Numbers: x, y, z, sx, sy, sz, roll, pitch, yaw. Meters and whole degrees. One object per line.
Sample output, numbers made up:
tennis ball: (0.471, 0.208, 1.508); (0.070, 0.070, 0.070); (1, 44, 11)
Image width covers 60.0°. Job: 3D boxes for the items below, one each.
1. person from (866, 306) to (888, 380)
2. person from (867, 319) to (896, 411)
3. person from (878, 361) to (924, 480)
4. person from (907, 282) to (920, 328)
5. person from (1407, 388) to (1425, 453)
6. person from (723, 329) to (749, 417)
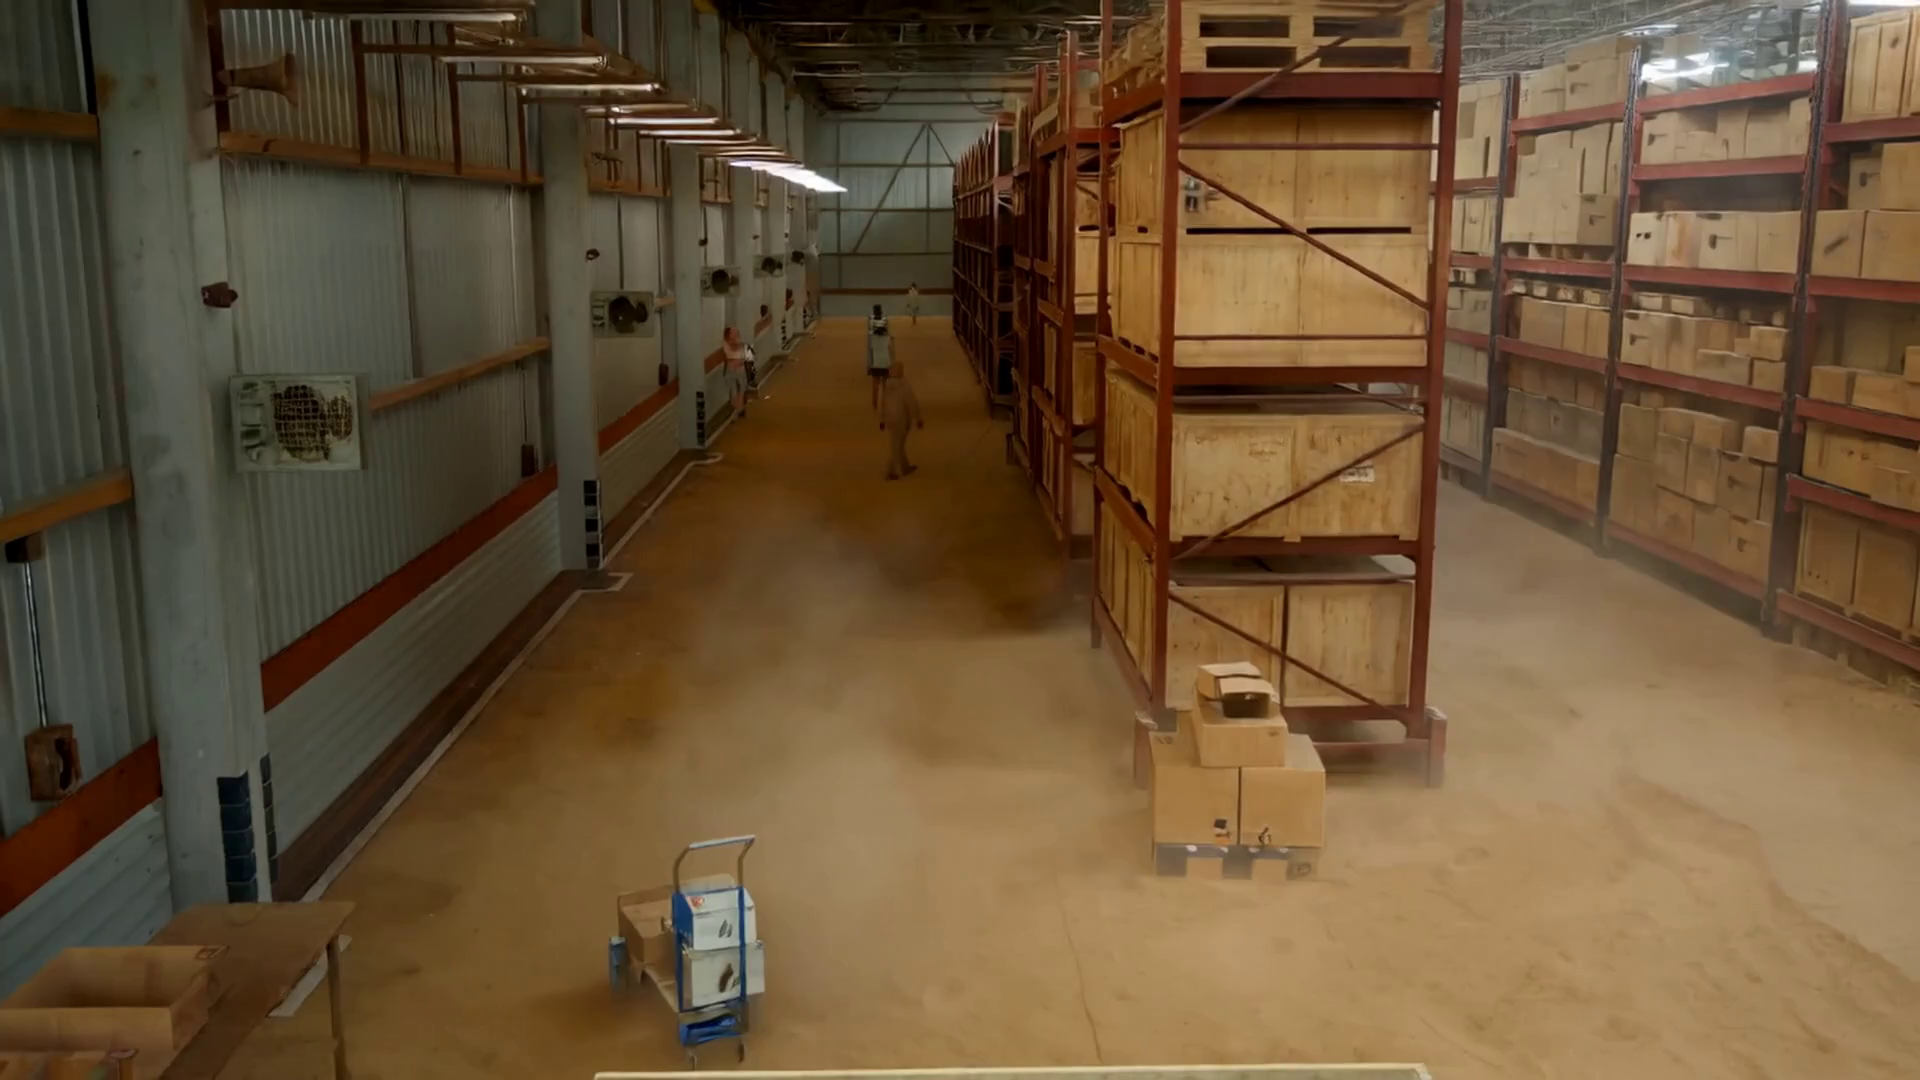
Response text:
person: (-2.138, -5.080, 42.835); (0.596, 1.908, 0.406); (-4, 12, -21)
person: (-1.684, -3.752, 35.713); (0.619, 1.986, 0.410); (-3, 11, -16)
person: (-0.948, -1.900, 26.423); (0.659, 1.855, 1.017); (8, 13, 35)
person: (-1.781, -8.960, 63.443); (0.583, 1.732, 0.397); (4, 12, 21)
person: (6.787, -1.439, 24.429); (0.535, 1.693, 0.321); (0, 11, -1)
person: (-4.674, -3.497, 34.760); (0.563, 1.837, 0.388); (1, 11, 7)
